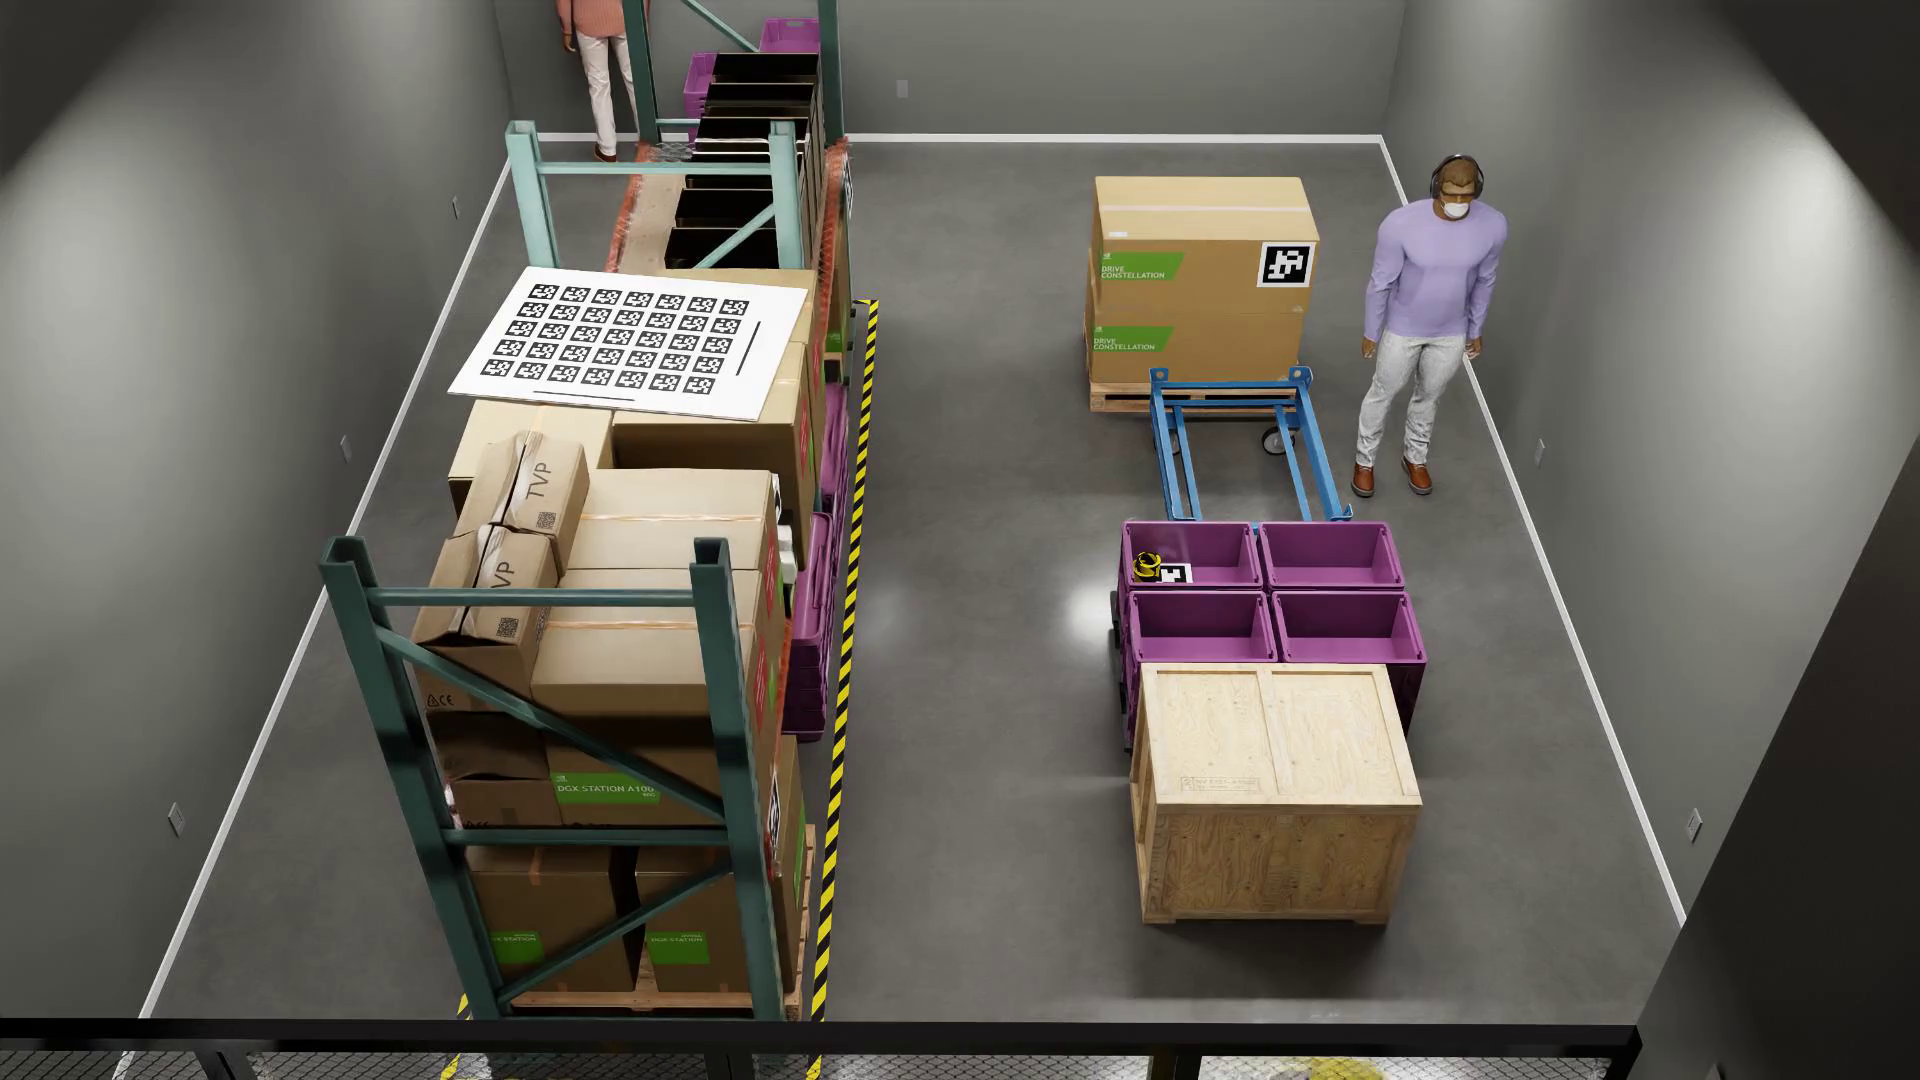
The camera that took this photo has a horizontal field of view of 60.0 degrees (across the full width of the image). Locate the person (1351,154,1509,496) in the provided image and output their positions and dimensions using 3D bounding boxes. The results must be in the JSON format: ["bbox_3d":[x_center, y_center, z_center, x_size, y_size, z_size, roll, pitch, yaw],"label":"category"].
[{"bbox_3d":[2.321,-1.056,8.318,0.638,1.938,0.357,-2,41,-2],"label":"person"}]

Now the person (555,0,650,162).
[{"bbox_3d":[-2.351,-3.436,10.989,0.614,1.993,0.395,-15,43,-16],"label":"person"}]

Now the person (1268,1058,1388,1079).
[{"bbox_3d":[1.079,2.081,4.848,0.862,1.795,0.602,5,42,6],"label":"person"}]
